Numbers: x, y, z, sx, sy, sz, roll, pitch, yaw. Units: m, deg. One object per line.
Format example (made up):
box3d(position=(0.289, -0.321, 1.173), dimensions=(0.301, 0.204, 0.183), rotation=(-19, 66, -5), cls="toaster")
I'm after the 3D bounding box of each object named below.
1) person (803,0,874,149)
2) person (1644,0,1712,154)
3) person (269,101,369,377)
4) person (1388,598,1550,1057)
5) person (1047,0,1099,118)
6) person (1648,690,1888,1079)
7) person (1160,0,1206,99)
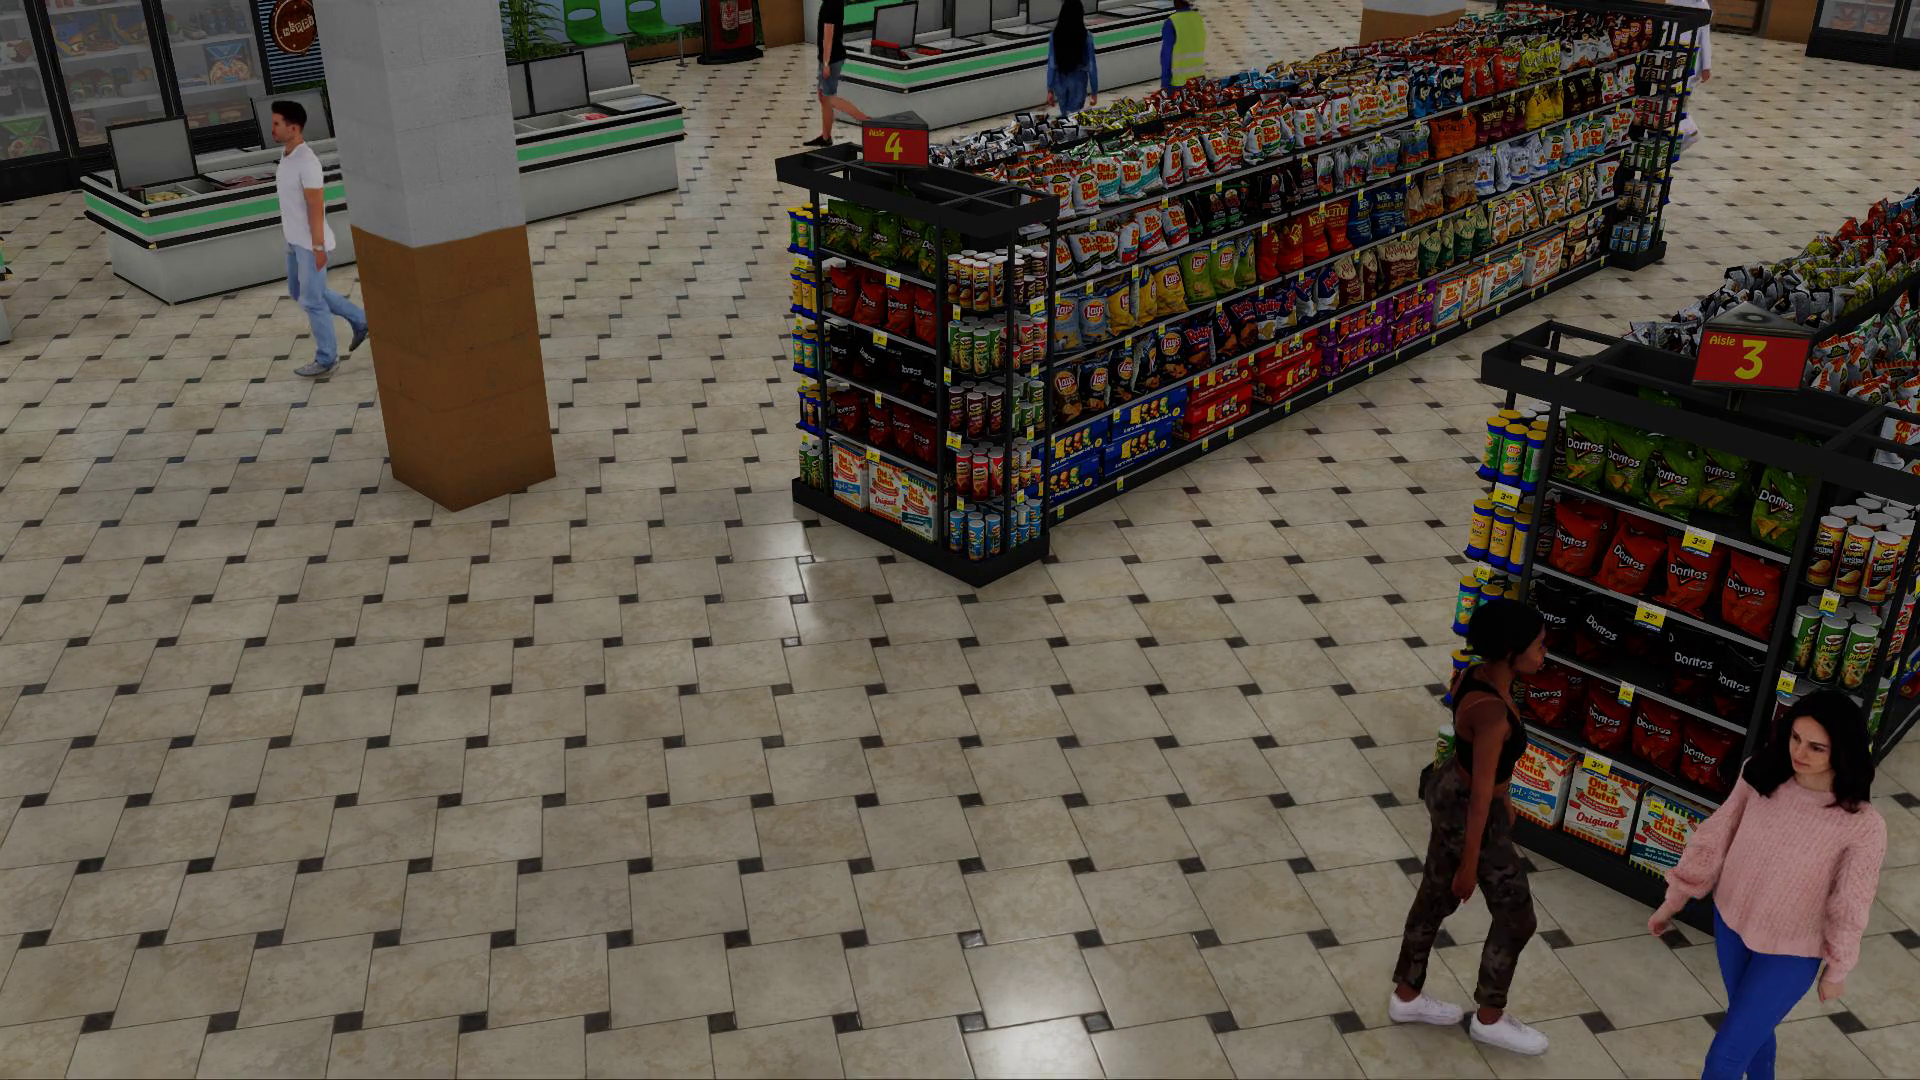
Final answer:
box3d(position=(-1.211, -4.836, 16.762), dimensions=(1.120, 1.827, 1.078), rotation=(1, 27, 3), cls="person")
box3d(position=(7.078, -4.598, 16.249), dimensions=(1.418, 1.866, 1.003), rotation=(-12, 29, -23), cls="person")
box3d(position=(-4.313, -2.031, 11.209), dimensions=(0.930, 1.847, 0.782), rotation=(-16, 31, -29), cls="person")
box3d(position=(1.603, 0.945, 5.519), dimensions=(0.867, 1.684, 0.829), rotation=(5, 27, 9), cls="person")
box3d(position=(1.023, -4.168, 15.639), dimensions=(0.901, 1.651, 1.298), rotation=(12, 29, 22), cls="person")
box3d(position=(2.480, 1.187, 4.988), dimensions=(1.136, 1.734, 0.922), rotation=(-10, 29, -19), cls="person")
box3d(position=(2.178, -4.393, 15.950), dimensions=(1.223, 1.770, 0.997), rotation=(-13, 30, -24), cls="person")
